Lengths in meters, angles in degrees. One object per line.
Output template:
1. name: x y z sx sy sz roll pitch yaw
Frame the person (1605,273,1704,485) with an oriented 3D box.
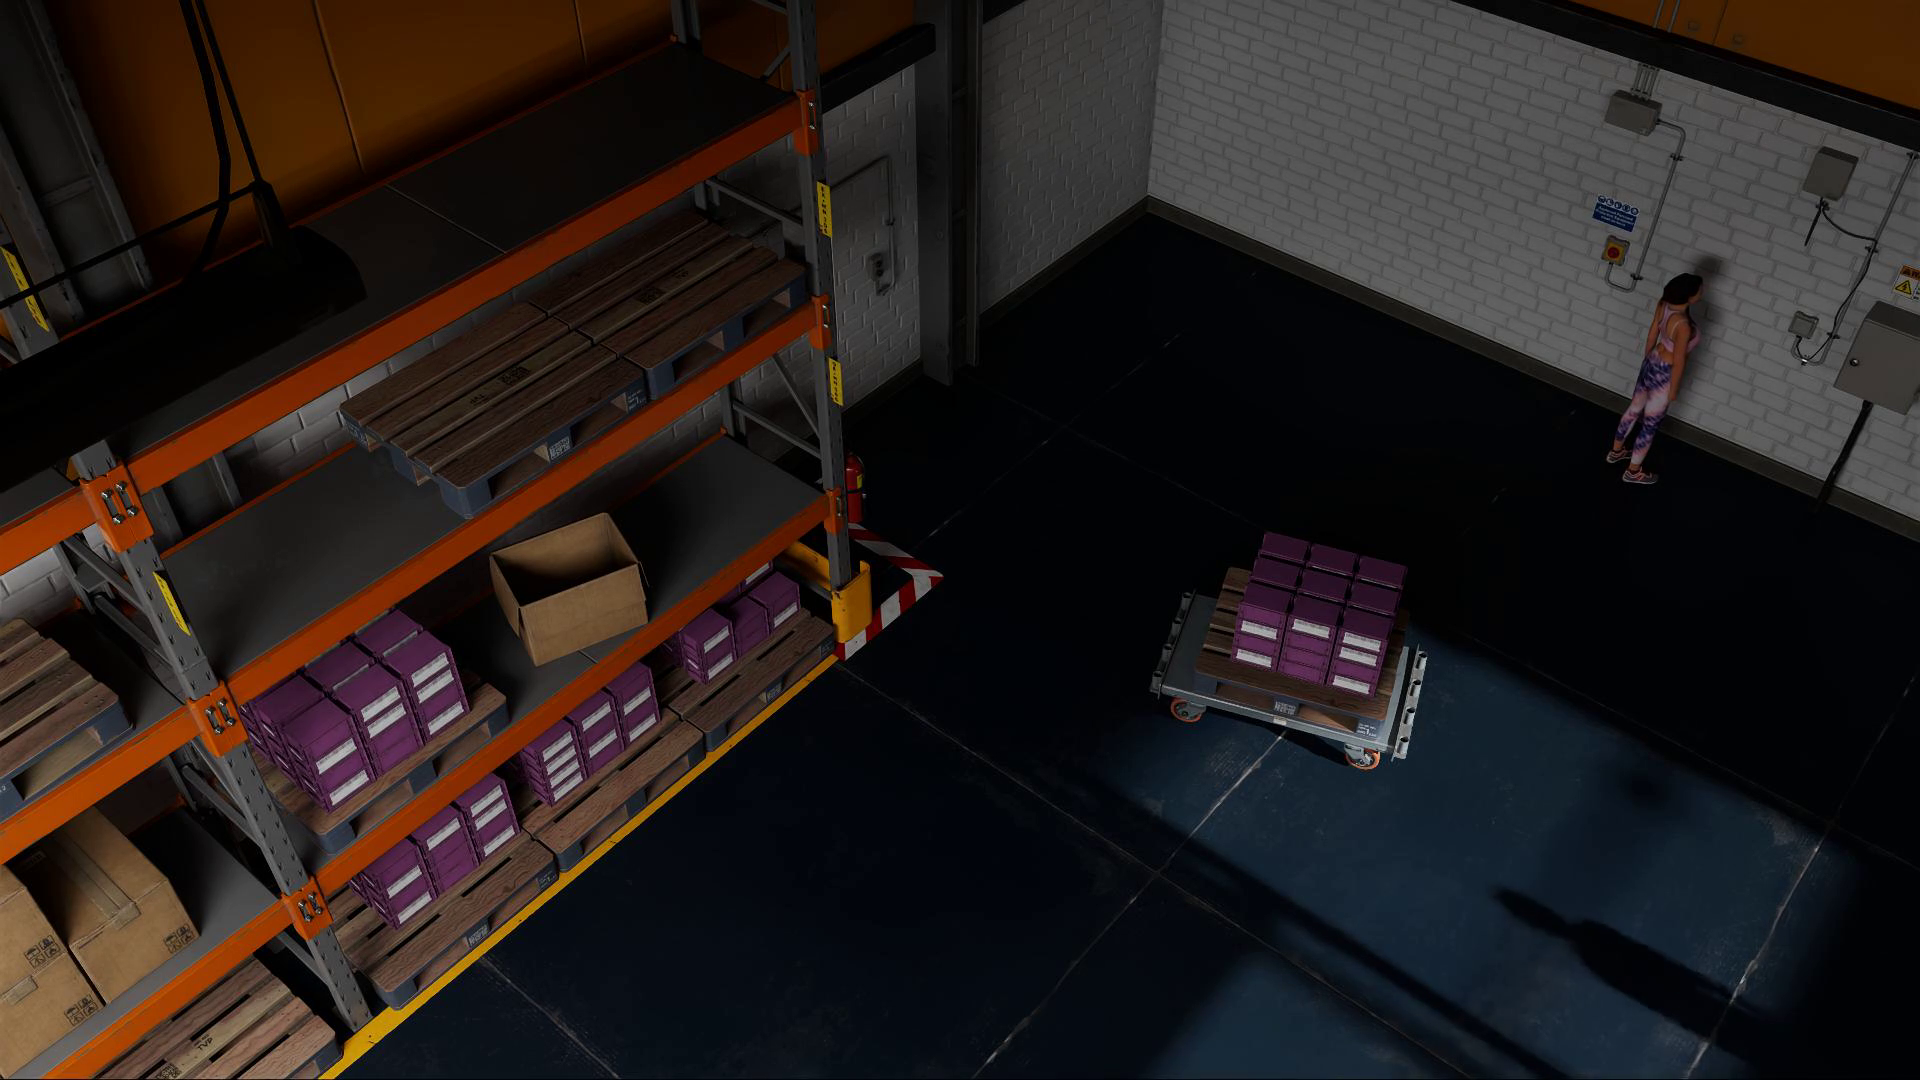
1. person: 5.114 -1.198 12.167 0.730 1.766 0.687 -7 44 -8
